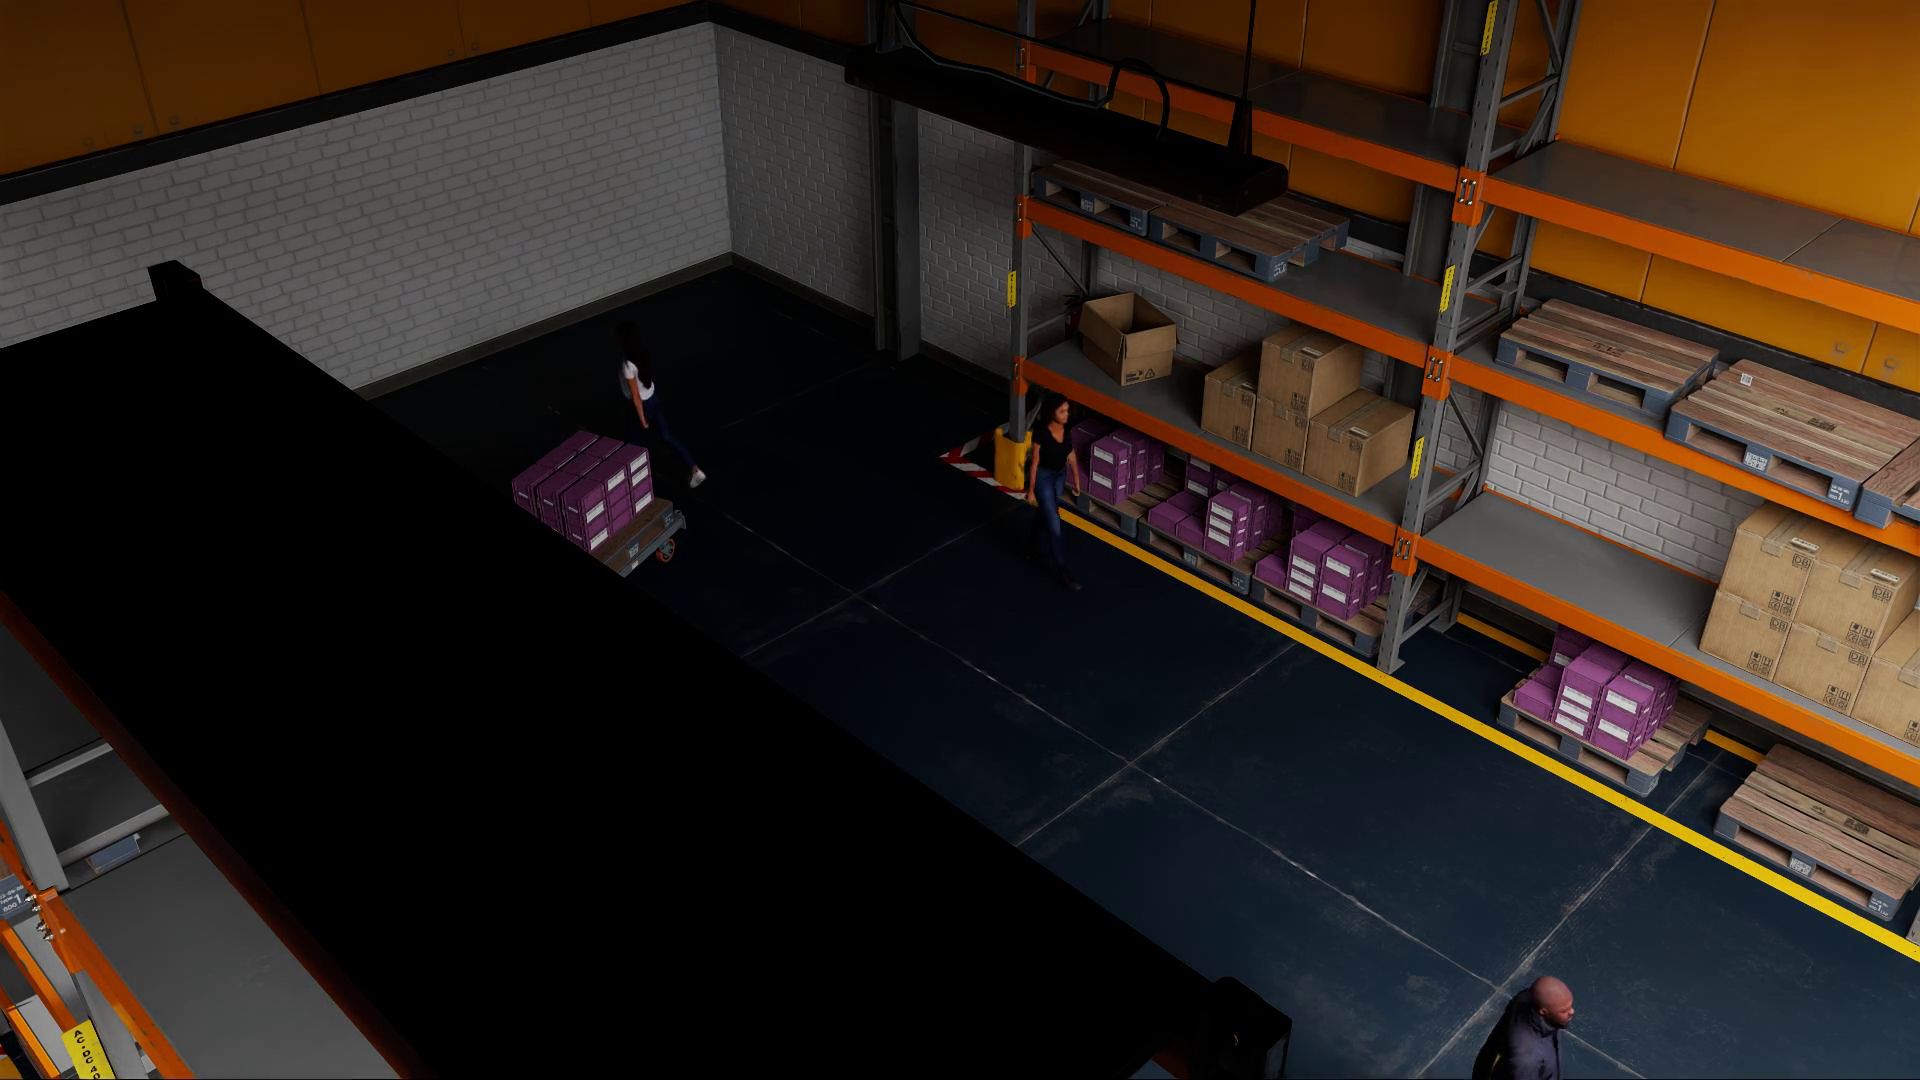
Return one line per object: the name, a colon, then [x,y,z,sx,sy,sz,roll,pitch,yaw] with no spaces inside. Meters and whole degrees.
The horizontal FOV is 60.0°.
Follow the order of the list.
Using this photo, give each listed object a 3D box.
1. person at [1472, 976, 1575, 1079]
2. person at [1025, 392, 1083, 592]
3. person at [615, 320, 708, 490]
person: [2.775,2.873,8.645,0.911,1.805,0.878,16,37,22]
person: [0.674,-0.483,13.780,0.608,1.710,0.996,-26,42,-34]
person: [-2.706,-1.154,14.773,1.221,1.729,0.983,12,35,17]
